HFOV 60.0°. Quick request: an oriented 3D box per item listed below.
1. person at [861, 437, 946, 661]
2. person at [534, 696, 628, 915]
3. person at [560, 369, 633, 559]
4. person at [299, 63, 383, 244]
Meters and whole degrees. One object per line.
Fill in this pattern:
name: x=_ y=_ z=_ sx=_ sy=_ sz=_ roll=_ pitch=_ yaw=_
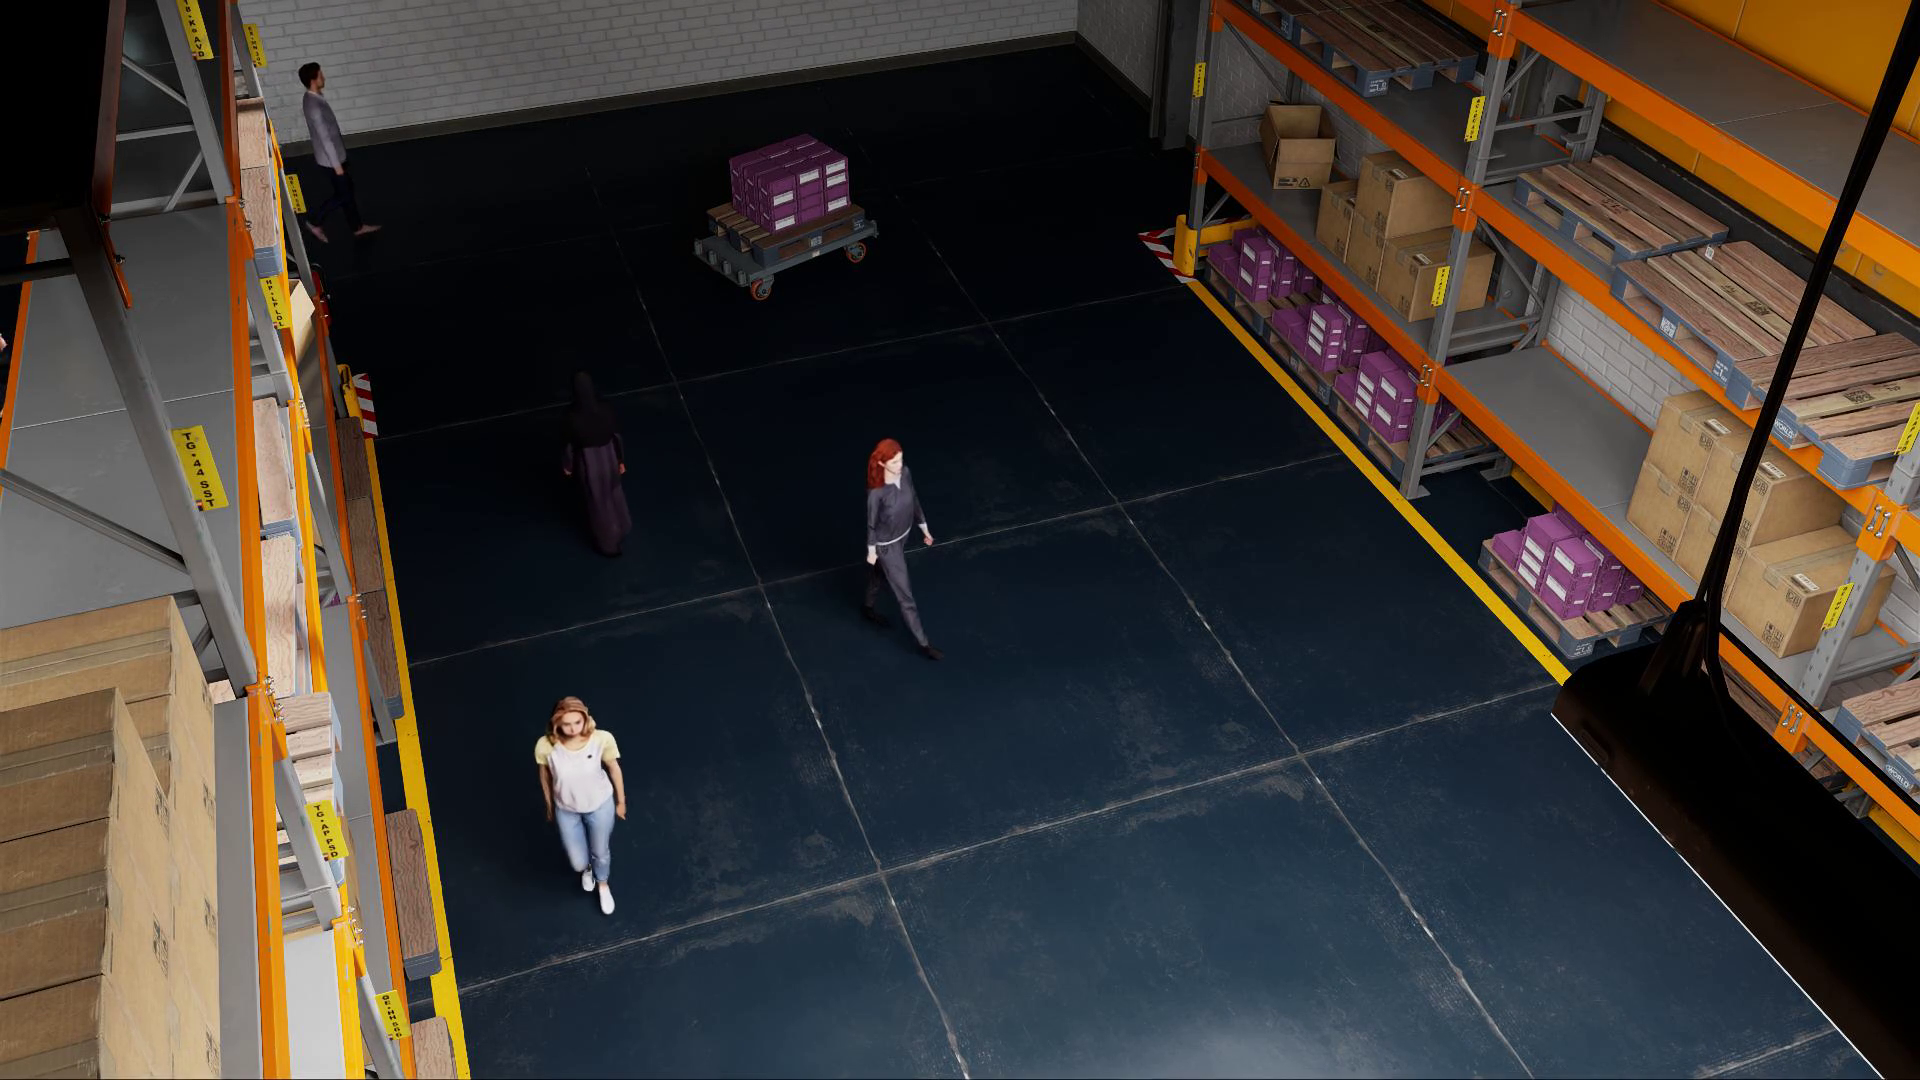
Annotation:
person: x=-0.561 y=-0.011 z=11.780 sx=1.139 sy=1.739 sz=0.996 roll=22 pitch=44 yaw=25
person: x=-2.241 y=1.513 z=9.893 sx=0.666 sy=1.713 sz=0.687 roll=-9 pitch=39 yaw=-11
person: x=-2.738 y=-0.538 z=12.546 sx=0.681 sy=1.608 sz=0.802 roll=-20 pitch=43 yaw=-23
person: x=-6.290 y=-3.786 z=16.429 sx=0.730 sy=1.837 sz=0.855 roll=-13 pitch=40 yaw=-16
